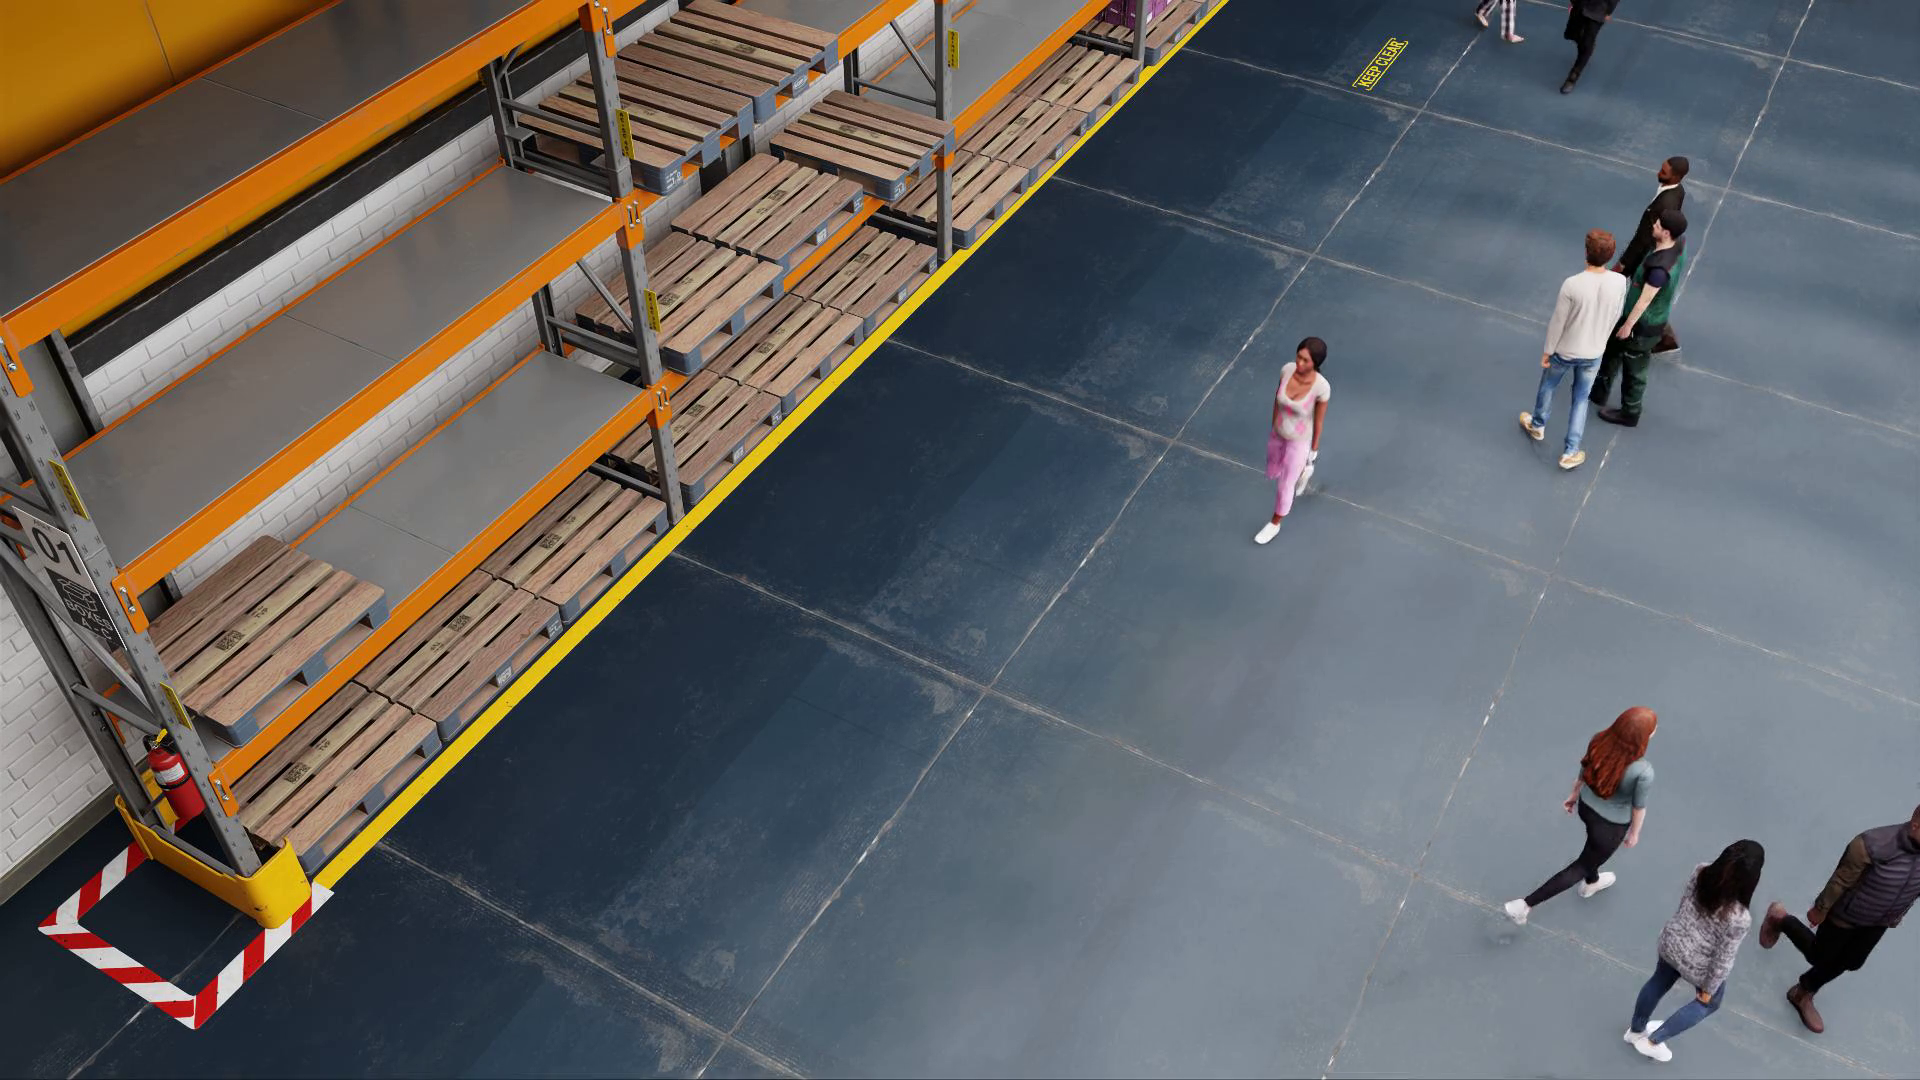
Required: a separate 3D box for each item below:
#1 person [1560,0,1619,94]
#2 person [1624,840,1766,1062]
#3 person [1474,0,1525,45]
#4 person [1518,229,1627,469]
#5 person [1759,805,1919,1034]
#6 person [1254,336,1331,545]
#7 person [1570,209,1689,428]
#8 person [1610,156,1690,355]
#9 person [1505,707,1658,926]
[{"bbox_3d":[6.385,-5.407,16.703,0.986,1.767,0.784,-34,53,-30],"label":"person"},{"bbox_3d":[3.781,2.194,8.761,0.801,1.717,0.749,-13,45,-13],"label":"person"},{"bbox_3d":[5.785,-6.225,17.537,1.164,1.801,1.152,-14,45,-14],"label":"person"},{"bbox_3d":[4.642,-1.390,12.407,0.908,1.876,1.032,6,44,7],"label":"person"},{"bbox_3d":[4.830,1.923,8.976,0.976,1.812,1.077,-1,44,-1],"label":"person"},{"bbox_3d":[2.417,-0.746,11.841,0.995,1.725,0.736,-34,53,-30],"label":"person"},{"bbox_3d":[5.314,-1.669,12.694,0.779,1.885,0.753,18,47,18],"label":"person"},{"bbox_3d":[5.602,-2.234,13.381,0.769,1.754,1.150,19,47,18],"label":"person"},{"bbox_3d":[3.559,1.602,9.382,1.171,1.717,1.009,-18,46,-18],"label":"person"}]
